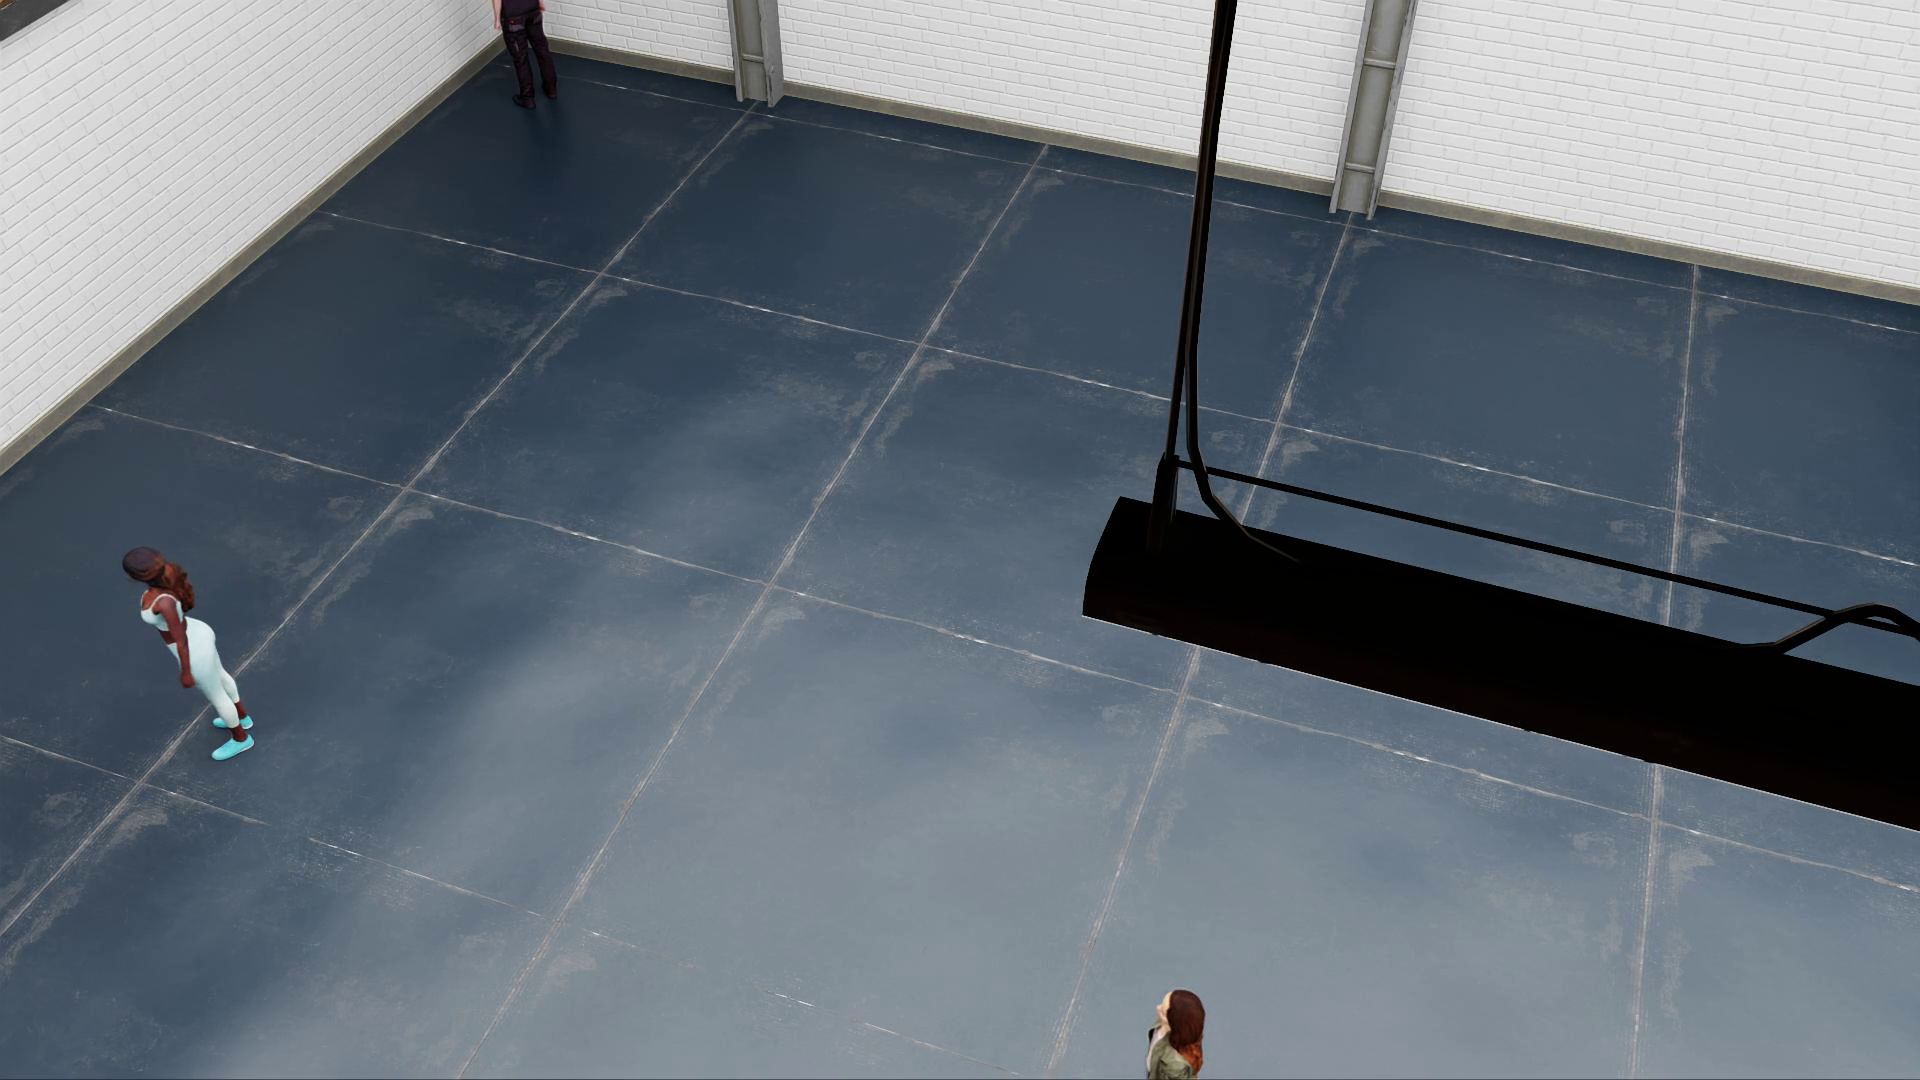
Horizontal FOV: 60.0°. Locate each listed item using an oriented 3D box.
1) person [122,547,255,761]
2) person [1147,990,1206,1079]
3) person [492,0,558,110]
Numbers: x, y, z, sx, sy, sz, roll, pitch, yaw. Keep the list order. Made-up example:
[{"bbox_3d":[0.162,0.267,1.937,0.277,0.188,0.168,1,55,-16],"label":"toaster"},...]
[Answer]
[{"bbox_3d":[-4.680,0.667,10.151,0.699,1.727,0.655,-12,45,-13],"label":"person"},{"bbox_3d":[1.043,2.658,8.243,0.561,1.475,0.613,7,44,7],"label":"person"},{"bbox_3d":[-4.263,-5.108,16.127,0.808,1.845,0.766,-34,53,-30],"label":"person"}]
